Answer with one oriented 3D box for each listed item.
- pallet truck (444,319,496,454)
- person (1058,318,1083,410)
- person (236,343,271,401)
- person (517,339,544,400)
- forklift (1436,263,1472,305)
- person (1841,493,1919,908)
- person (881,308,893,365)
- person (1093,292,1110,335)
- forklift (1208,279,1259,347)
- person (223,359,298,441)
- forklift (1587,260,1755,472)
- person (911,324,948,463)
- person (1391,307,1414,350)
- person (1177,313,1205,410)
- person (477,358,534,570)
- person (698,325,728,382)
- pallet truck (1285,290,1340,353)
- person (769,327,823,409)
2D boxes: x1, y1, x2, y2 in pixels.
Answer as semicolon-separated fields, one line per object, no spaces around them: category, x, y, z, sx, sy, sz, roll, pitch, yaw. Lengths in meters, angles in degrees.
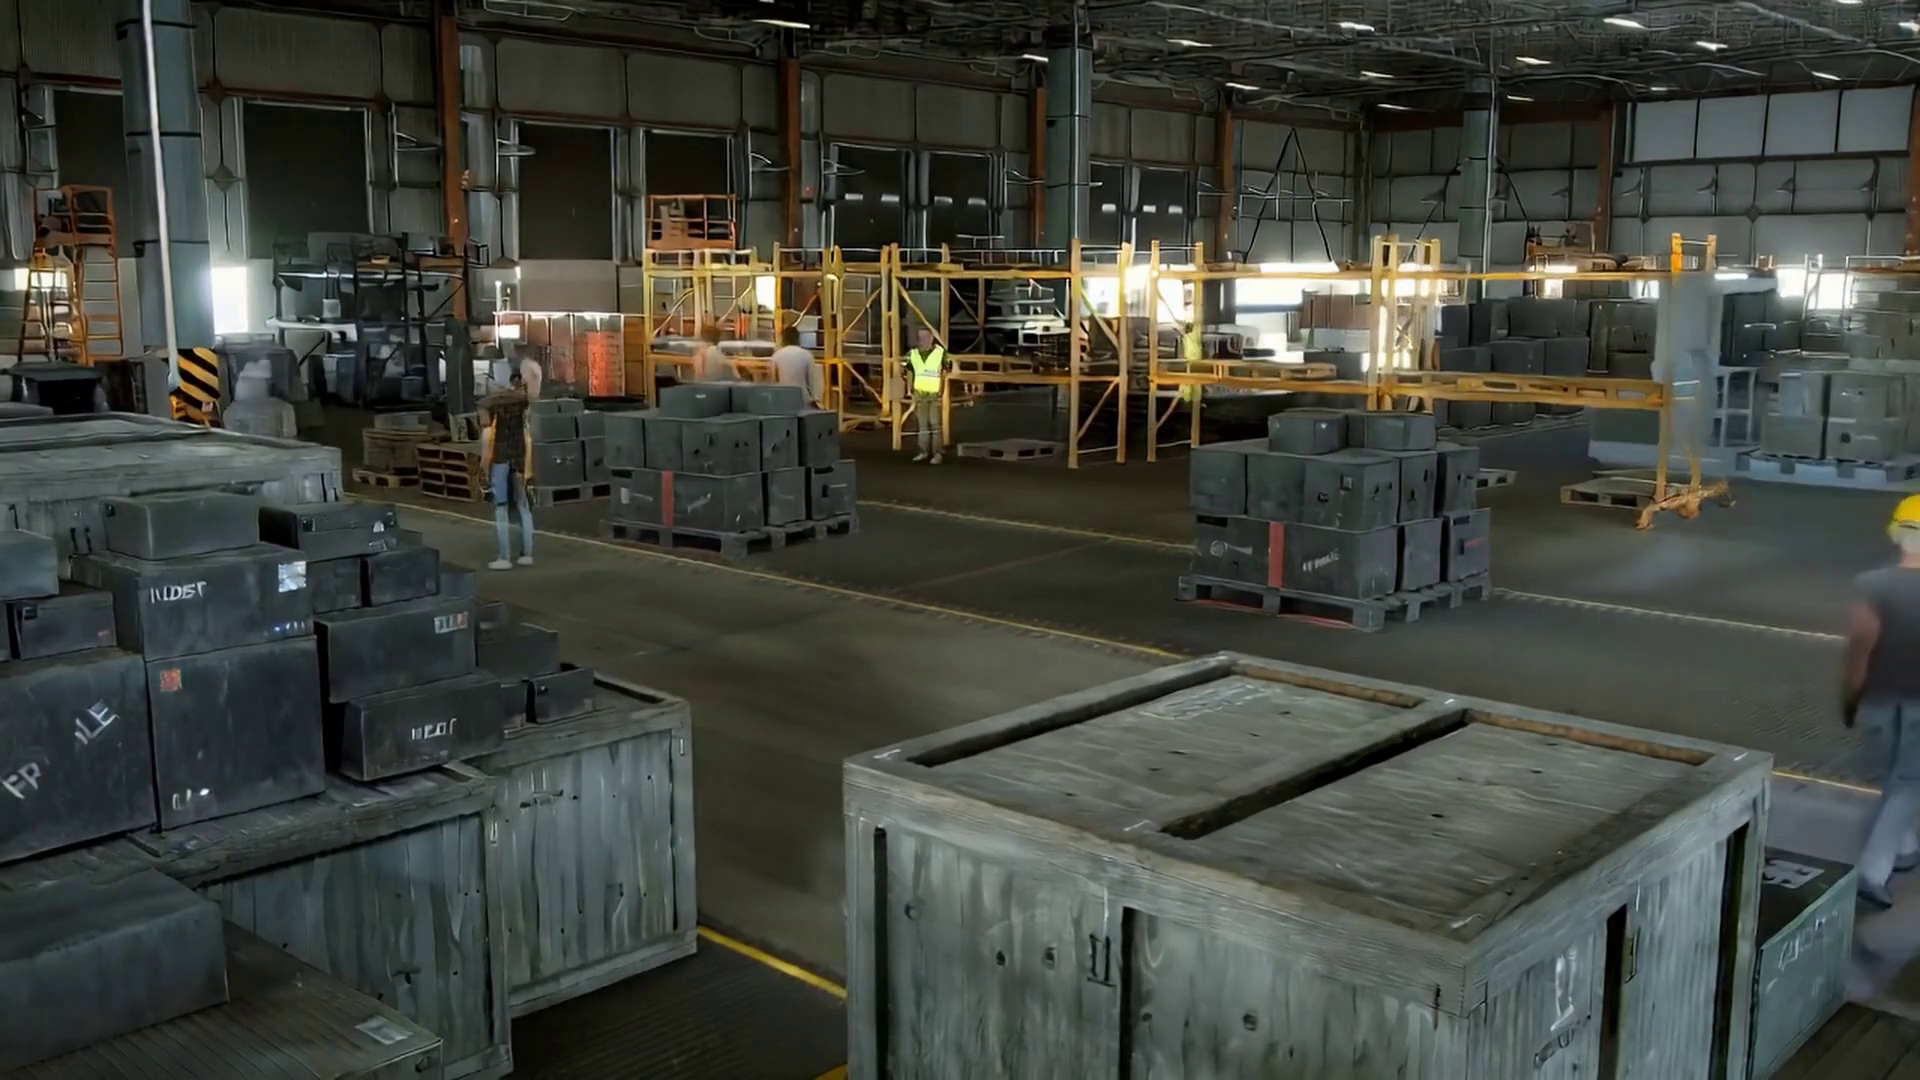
pallet truck;-6.981;-1.942;22.150;1.885;1.965;0.823;1;9;9
person;2.087;-3.326;31.440;0.486;1.738;0.322;-2;9;-10
person;-7.318;-1.073;17.119;0.866;1.906;0.629;-2;10;-13
person;-6.023;-1.989;23.390;0.378;1.672;0.543;0;9;2
forklift;13.567;-6.255;45.894;1.873;2.768;1.129;-8;12;-39
person;4.014;0.659;7.035;0.868;1.726;0.530;-6;11;-31
person;-1.932;-5.327;44.027;0.314;1.634;0.515;1;9;9
person;4.372;-6.679;51.412;0.544;1.930;0.389;1;9;6
forklift;7.277;-6.285;46.082;1.873;2.768;1.129;9;13;43
person;-5.733;-0.525;13.711;0.586;1.919;0.398;-1;9;-5
forklift;9.598;-2.408;22.309;1.873;2.768;1.129;9;13;43
person;-0.411;-2.004;22.820;0.584;1.911;0.391;7;11;35
person;9.308;-3.979;35.056;0.588;1.871;0.597;2;10;15
person;4.449;-3.406;31.660;0.521;1.825;0.812;9;13;44
person;-4.033;-0.668;14.731;0.517;1.873;0.334;-8;12;-41
person;-3.694;-2.297;24.850;0.463;1.828;0.652;-4;10;-23
pallet truck;11.297;-6.951;52.861;1.885;1.965;0.823;-5;11;-29
person;-2.171;-1.855;21.973;0.648;1.890;1.014;2;10;14
